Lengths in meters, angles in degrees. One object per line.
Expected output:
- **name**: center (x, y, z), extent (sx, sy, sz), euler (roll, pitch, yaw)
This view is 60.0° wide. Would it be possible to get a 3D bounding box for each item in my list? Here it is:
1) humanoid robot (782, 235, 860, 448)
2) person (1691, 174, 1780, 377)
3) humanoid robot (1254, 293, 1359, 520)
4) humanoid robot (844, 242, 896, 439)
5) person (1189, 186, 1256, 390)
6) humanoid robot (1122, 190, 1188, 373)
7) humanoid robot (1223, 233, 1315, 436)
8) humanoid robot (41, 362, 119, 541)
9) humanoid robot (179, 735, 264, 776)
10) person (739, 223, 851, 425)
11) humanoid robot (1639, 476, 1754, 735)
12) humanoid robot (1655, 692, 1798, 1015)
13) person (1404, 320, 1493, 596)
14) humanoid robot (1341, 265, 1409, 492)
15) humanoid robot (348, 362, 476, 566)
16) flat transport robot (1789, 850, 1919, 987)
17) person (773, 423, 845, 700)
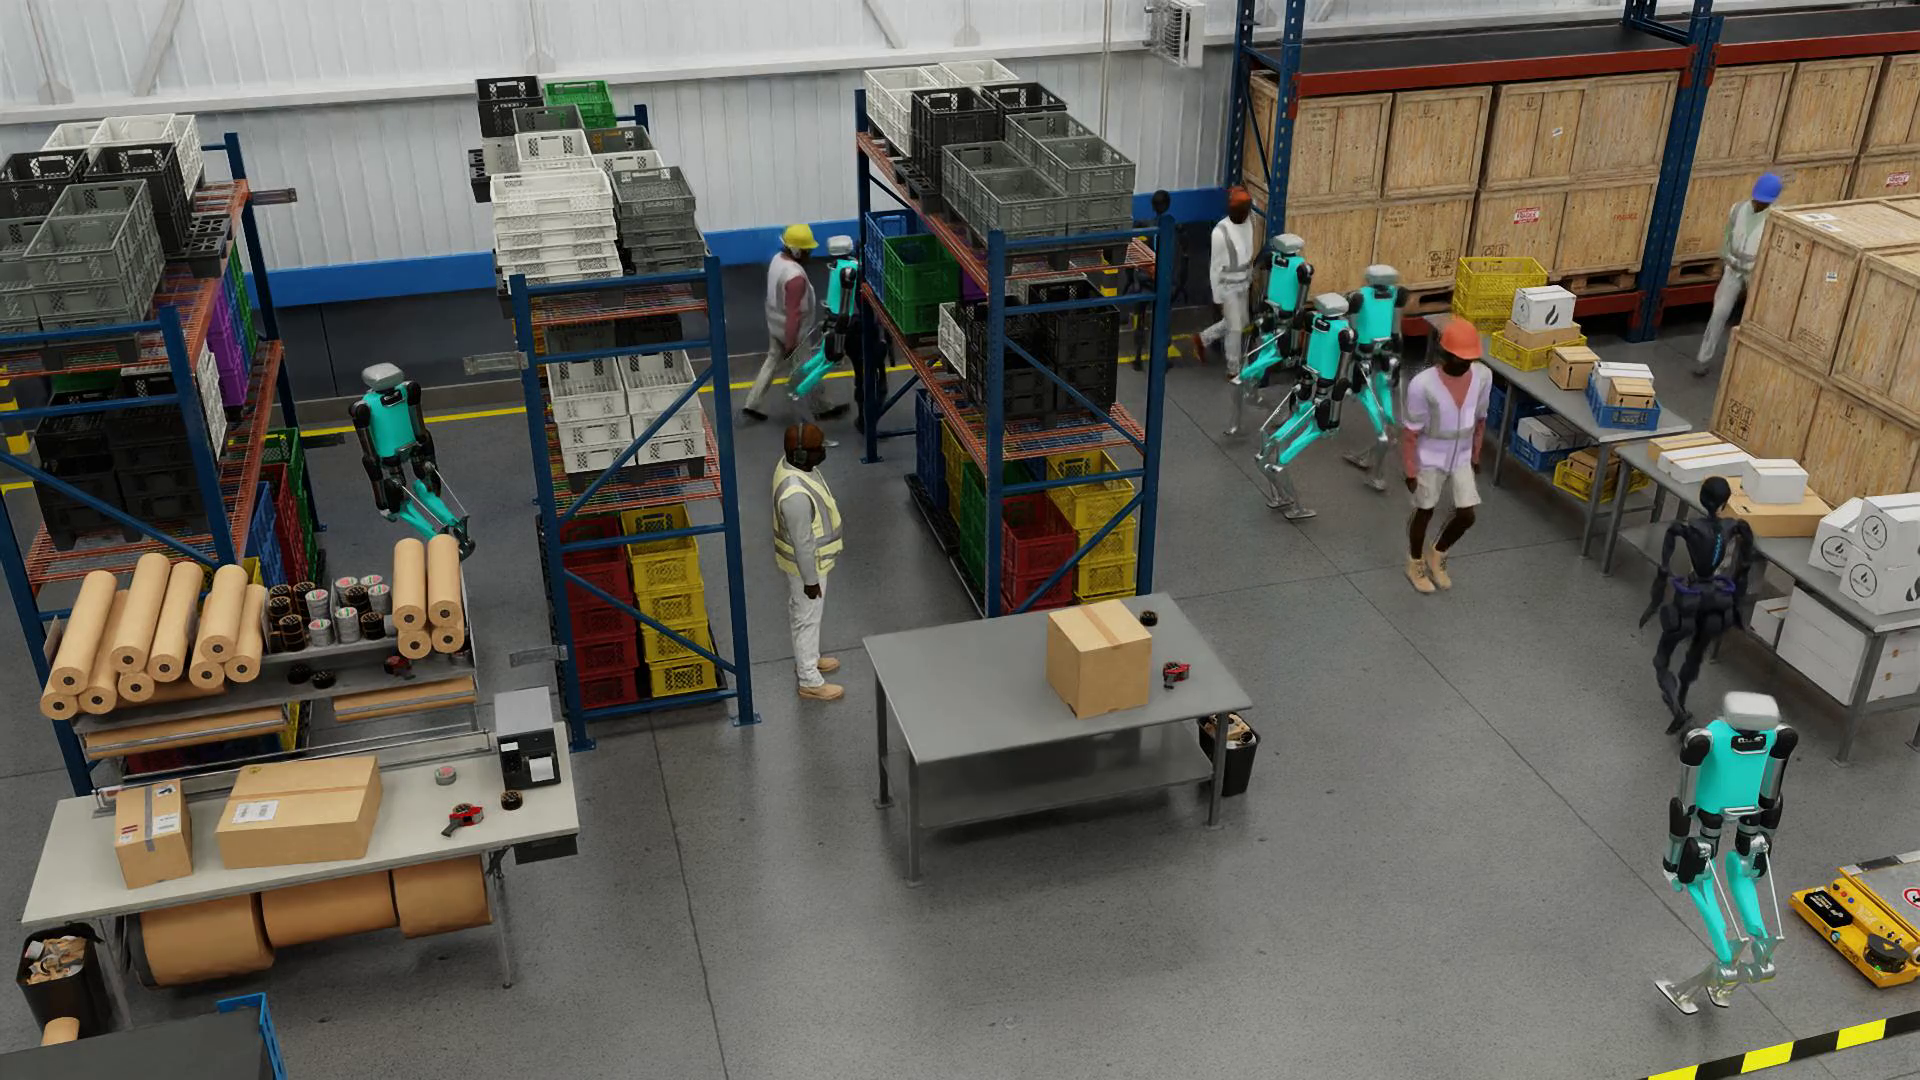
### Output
- **humanoid robot**: center (-1.219, -1.574, 13.508), extent (0.856, 1.769, 0.568), euler (-5, 29, -10)
- **person**: center (6.966, -2.348, 14.745), extent (0.995, 1.884, 0.635), euler (-23, 36, -35)
- **humanoid robot**: center (2.480, -0.965, 12.286), extent (0.732, 1.688, 0.531), euler (-13, 31, -23)
- **humanoid robot**: center (-0.787, -1.659, 13.724), extent (0.601, 1.646, 0.415), euler (24, 37, 36)
- **person**: center (2.324, -2.242, 14.588), extent (0.671, 1.860, 0.626), euler (22, 36, 34)
- **humanoid robot**: center (1.747, -2.321, 14.907), extent (0.601, 1.657, 0.311), euler (7, 29, 12)
- **humanoid robot**: center (2.430, -1.590, 13.601), extent (1.057, 1.776, 0.538), euler (-15, 32, -26)
- **humanoid robot**: center (-6.384, -0.857, 12.281), extent (0.602, 1.629, 0.712), euler (-2, 29, -4)
- **humanoid robot**: center (-3.896, 1.133, 8.664), extent (0.737, 1.628, 0.601), euler (4, 29, 7)
- **person**: center (-1.431, -1.781, 13.843), extent (0.913, 1.787, 0.632), euler (-11, 31, -20)
- **humanoid robot**: center (4.443, 0.420, 9.937), extent (0.616, 1.637, 0.569), euler (0, 29, -1)
- **humanoid robot**: center (3.596, 1.550, 7.683), extent (0.533, 1.673, 0.735), euler (-3, 29, -6)
- **person**: center (3.306, -0.524, 11.284), extent (0.623, 2.026, 0.505), euler (-6, 29, -11)
- **humanoid robot**: center (3.293, -1.176, 12.804), extent (0.563, 1.780, 0.891), euler (-12, 31, -20)
- **humanoid robot**: center (-3.573, -0.336, 11.108), extent (0.735, 1.677, 0.533), euler (18, 33, 29)
- **flat transport robot**: center (5.163, 1.916, 8.676), extent (1.431, 0.231, 0.659), euler (-8, 30, -14)
- **person**: center (-0.932, 0.118, 10.313), extent (0.429, 1.844, 0.624), euler (-4, 29, -6)
